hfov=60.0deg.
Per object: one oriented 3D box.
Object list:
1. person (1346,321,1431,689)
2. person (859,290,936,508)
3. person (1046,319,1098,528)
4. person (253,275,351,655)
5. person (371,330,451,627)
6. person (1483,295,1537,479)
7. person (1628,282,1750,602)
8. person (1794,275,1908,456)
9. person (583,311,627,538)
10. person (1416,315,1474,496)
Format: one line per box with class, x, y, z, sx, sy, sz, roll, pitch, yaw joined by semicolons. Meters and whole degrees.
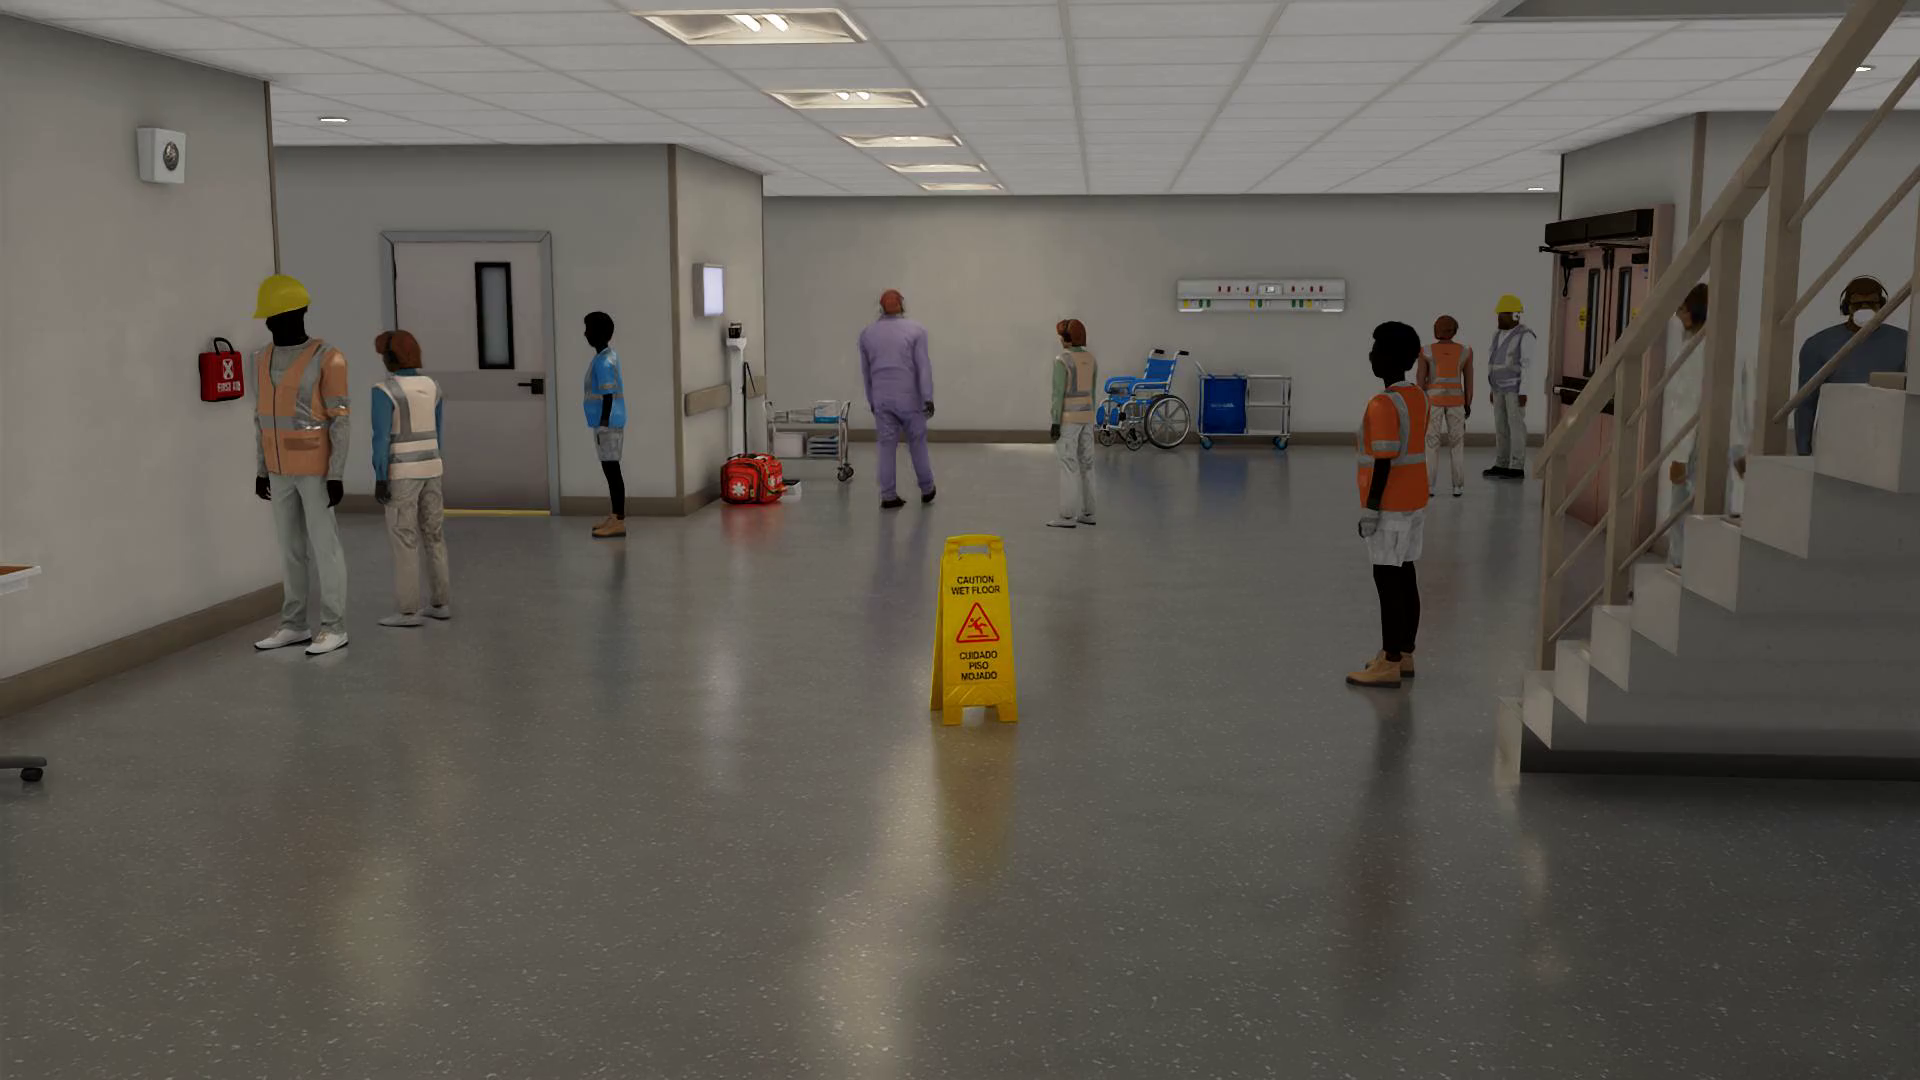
person;2.000;-0.162;7.729;0.319;1.697;0.533;5;10;32
person;-0.480;-1.226;14.424;0.720;1.855;0.884;3;9;20
person;0.896;-0.912;13.053;0.310;1.633;0.517;7;11;40
person;-3.356;-0.375;8.434;0.585;1.917;0.381;4;9;25
person;-3.026;-0.337;9.156;0.317;1.629;0.510;3;9;22
person;5.442;-1.516;16.512;0.403;1.824;0.595;-3;9;-17
person;4.325;-0.505;9.414;0.905;1.904;0.628;7;11;40
person;5.117;-0.538;9.519;0.636;1.929;0.382;2;9;16
person;-2.670;-0.868;12.517;0.317;1.698;0.540;-1;8;-9
person;4.365;-1.204;15.018;0.516;1.636;0.314;1;8;6
